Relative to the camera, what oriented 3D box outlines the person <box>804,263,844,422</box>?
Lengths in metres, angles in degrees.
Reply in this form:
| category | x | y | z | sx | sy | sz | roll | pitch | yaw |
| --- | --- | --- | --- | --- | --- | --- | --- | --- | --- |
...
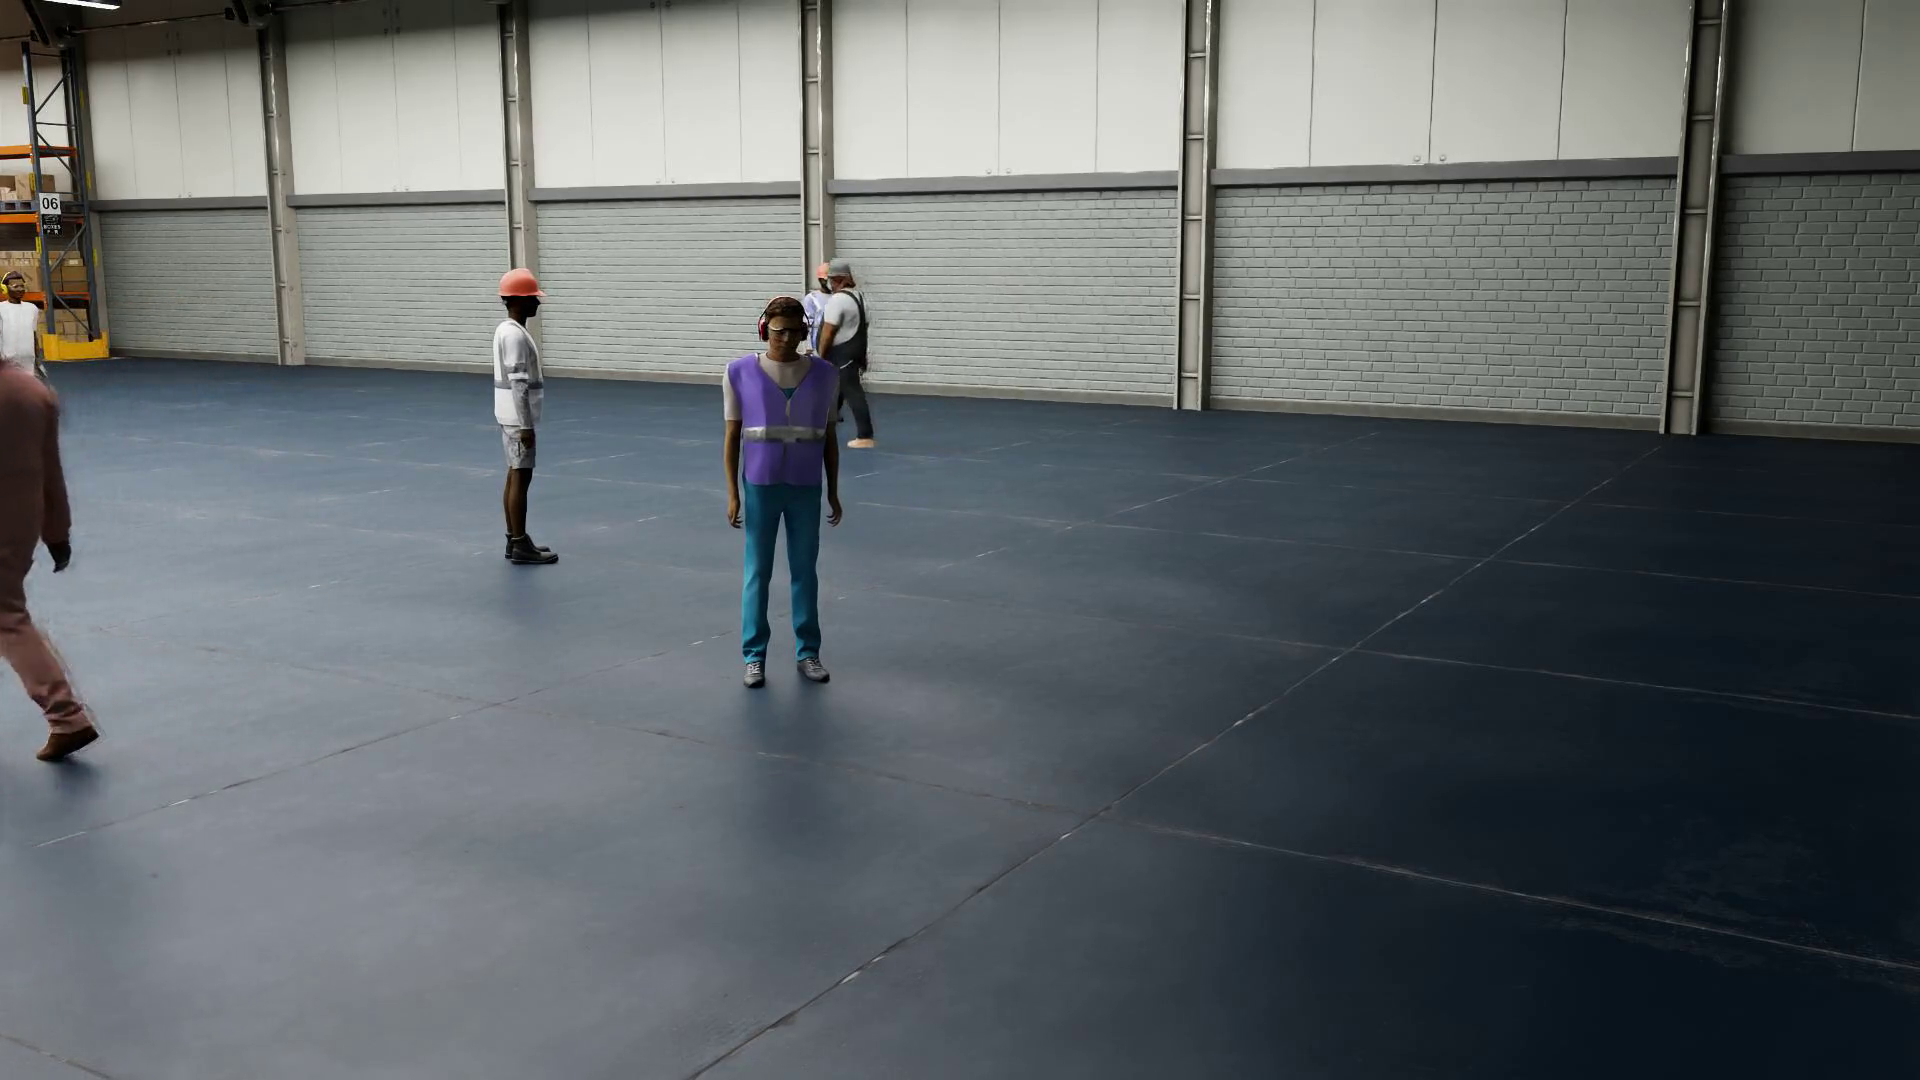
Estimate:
| category | x | y | z | sx | sy | sz | roll | pitch | yaw |
| --- | --- | --- | --- | --- | --- | --- | --- | --- | --- |
| person | -1.610 | -2.377 | 20.160 | 0.551 | 1.935 | 0.371 | -7 | 12 | -34 |

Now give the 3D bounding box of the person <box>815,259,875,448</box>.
| category | x | y | z | sx | sy | sz | roll | pitch | yaw |
| --- | --- | --- | --- | --- | --- | --- | --- | --- | --- |
| person | -1.317 | -1.994 | 17.616 | 1.008 | 2.000 | 0.695 | 3 | 10 | 15 |

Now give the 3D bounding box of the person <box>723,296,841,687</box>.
| category | x | y | z | sx | sy | sz | roll | pitch | yaw |
| --- | --- | --- | --- | --- | --- | --- | --- | --- | --- |
| person | -0.838 | -0.233 | 7.895 | 0.564 | 1.838 | 0.390 | -3 | 10 | -18 |

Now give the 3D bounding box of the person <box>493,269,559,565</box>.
| category | x | y | z | sx | sy | sz | roll | pitch | yaw |
| --- | --- | --- | --- | --- | --- | --- | --- | --- | --- |
| person | -2.881 | -0.809 | 10.975 | 0.360 | 1.939 | 0.543 | -4 | 10 | -21 |

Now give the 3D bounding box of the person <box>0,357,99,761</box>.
| category | x | y | z | sx | sy | sz | roll | pitch | yaw |
| --- | --- | --- | --- | --- | --- | --- | --- | --- | --- |
| person | -3.917 | -0.036 | 6.708 | 1.028 | 1.857 | 0.655 | 3 | 10 | 16 |

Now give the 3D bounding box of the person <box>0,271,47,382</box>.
| category | x | y | z | sx | sy | sz | roll | pitch | yaw |
| --- | --- | --- | --- | --- | --- | --- | --- | --- | --- |
| person | -9.552 | -1.790 | 16.919 | 0.335 | 1.873 | 0.521 | 5 | 11 | 27 |
